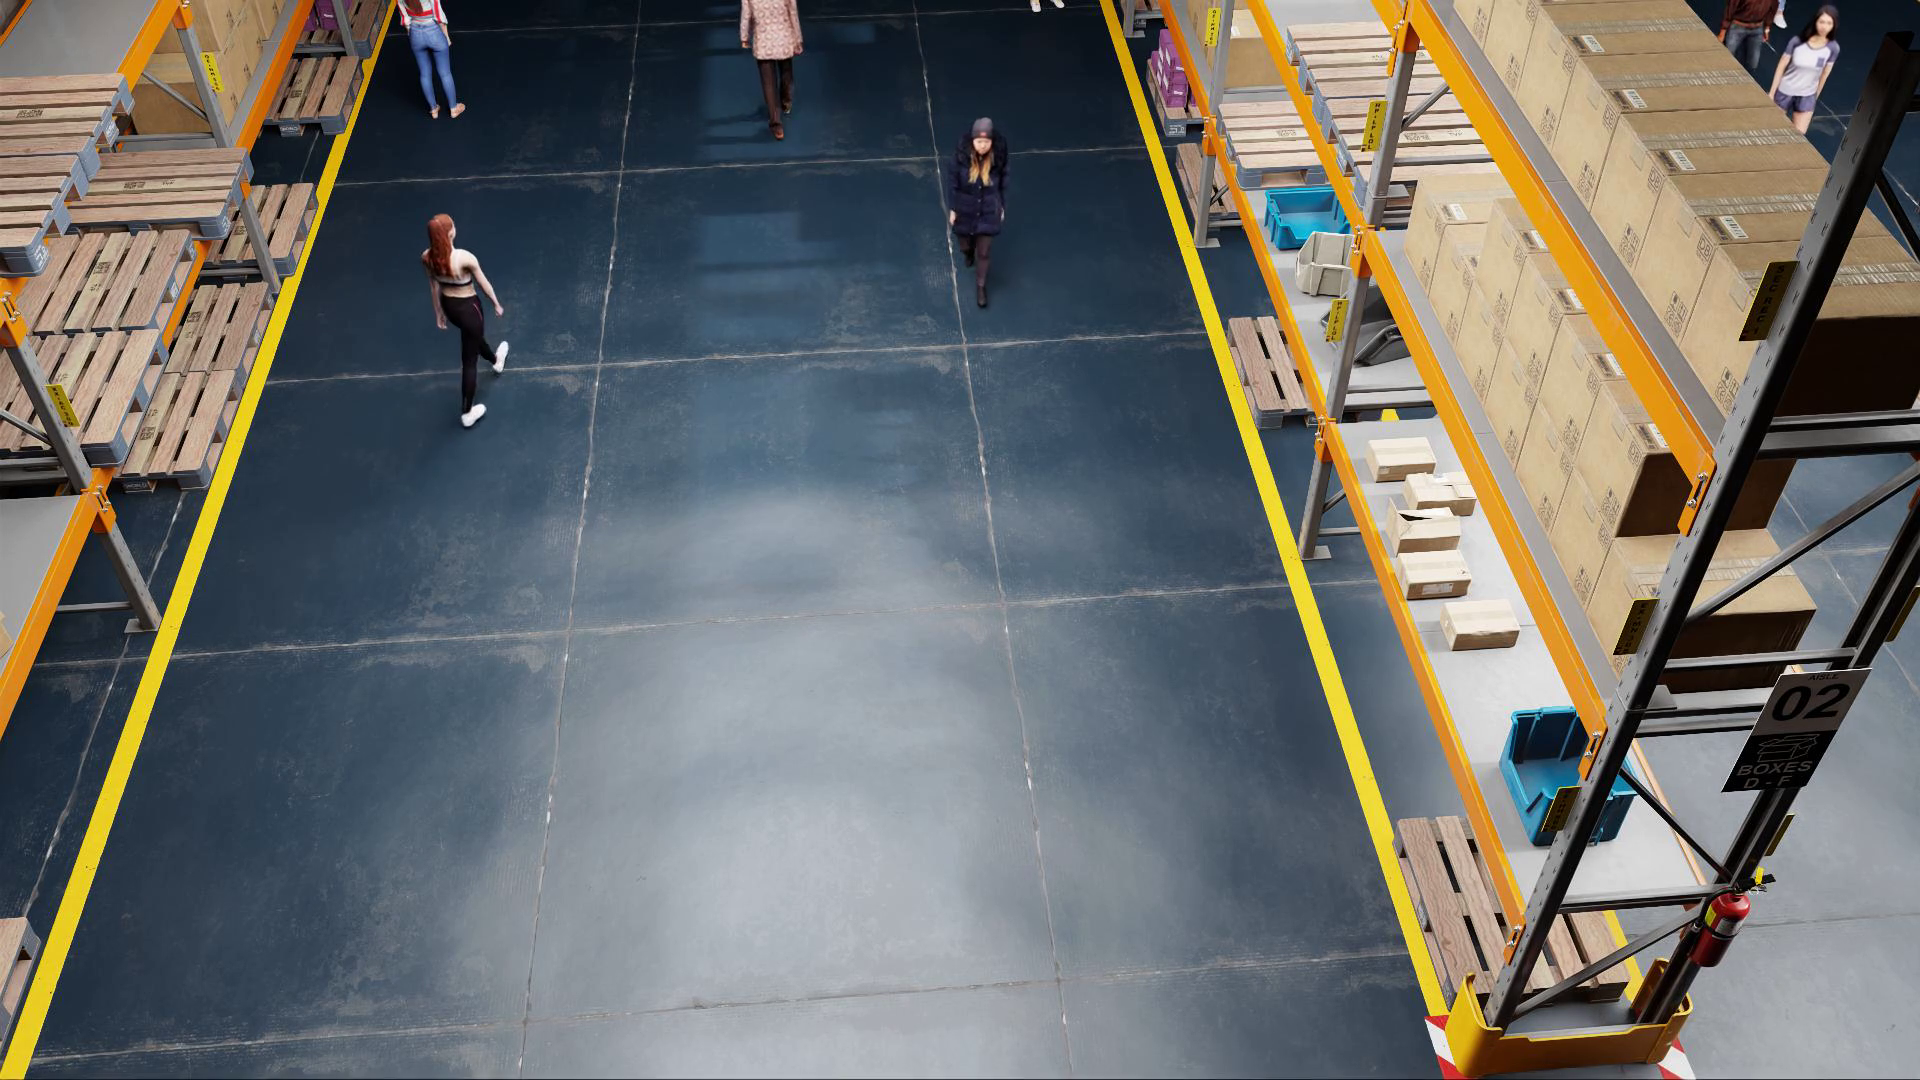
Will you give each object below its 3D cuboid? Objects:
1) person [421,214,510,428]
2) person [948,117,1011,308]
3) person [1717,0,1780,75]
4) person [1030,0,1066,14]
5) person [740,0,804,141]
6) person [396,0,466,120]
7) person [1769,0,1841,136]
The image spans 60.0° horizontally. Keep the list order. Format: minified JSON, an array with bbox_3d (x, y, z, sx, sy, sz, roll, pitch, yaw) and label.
[{"bbox_3d":[-3.781,-1.618,12.562,0.874,1.697,1.216,11,45,11],"label":"person"},{"bbox_3d":[0.138,-2.780,13.810,0.709,1.659,0.924,0,44,0],"label":"person"},{"bbox_3d":[7.518,-4.952,16.012,0.693,1.766,0.655,-1,44,-1],"label":"person"},{"bbox_3d":[0.958,-6.518,17.664,0.630,1.754,0.636,-15,46,-15],"label":"person"},{"bbox_3d":[-1.740,-4.629,15.662,0.836,1.781,1.040,-11,45,-11],"label":"person"},{"bbox_3d":[-5.126,-4.831,15.996,0.597,1.613,0.526,0,44,0],"label":"person"},{"bbox_3d":[7.620,-4.097,15.171,0.838,1.689,0.971,16,46,16],"label":"person"}]
